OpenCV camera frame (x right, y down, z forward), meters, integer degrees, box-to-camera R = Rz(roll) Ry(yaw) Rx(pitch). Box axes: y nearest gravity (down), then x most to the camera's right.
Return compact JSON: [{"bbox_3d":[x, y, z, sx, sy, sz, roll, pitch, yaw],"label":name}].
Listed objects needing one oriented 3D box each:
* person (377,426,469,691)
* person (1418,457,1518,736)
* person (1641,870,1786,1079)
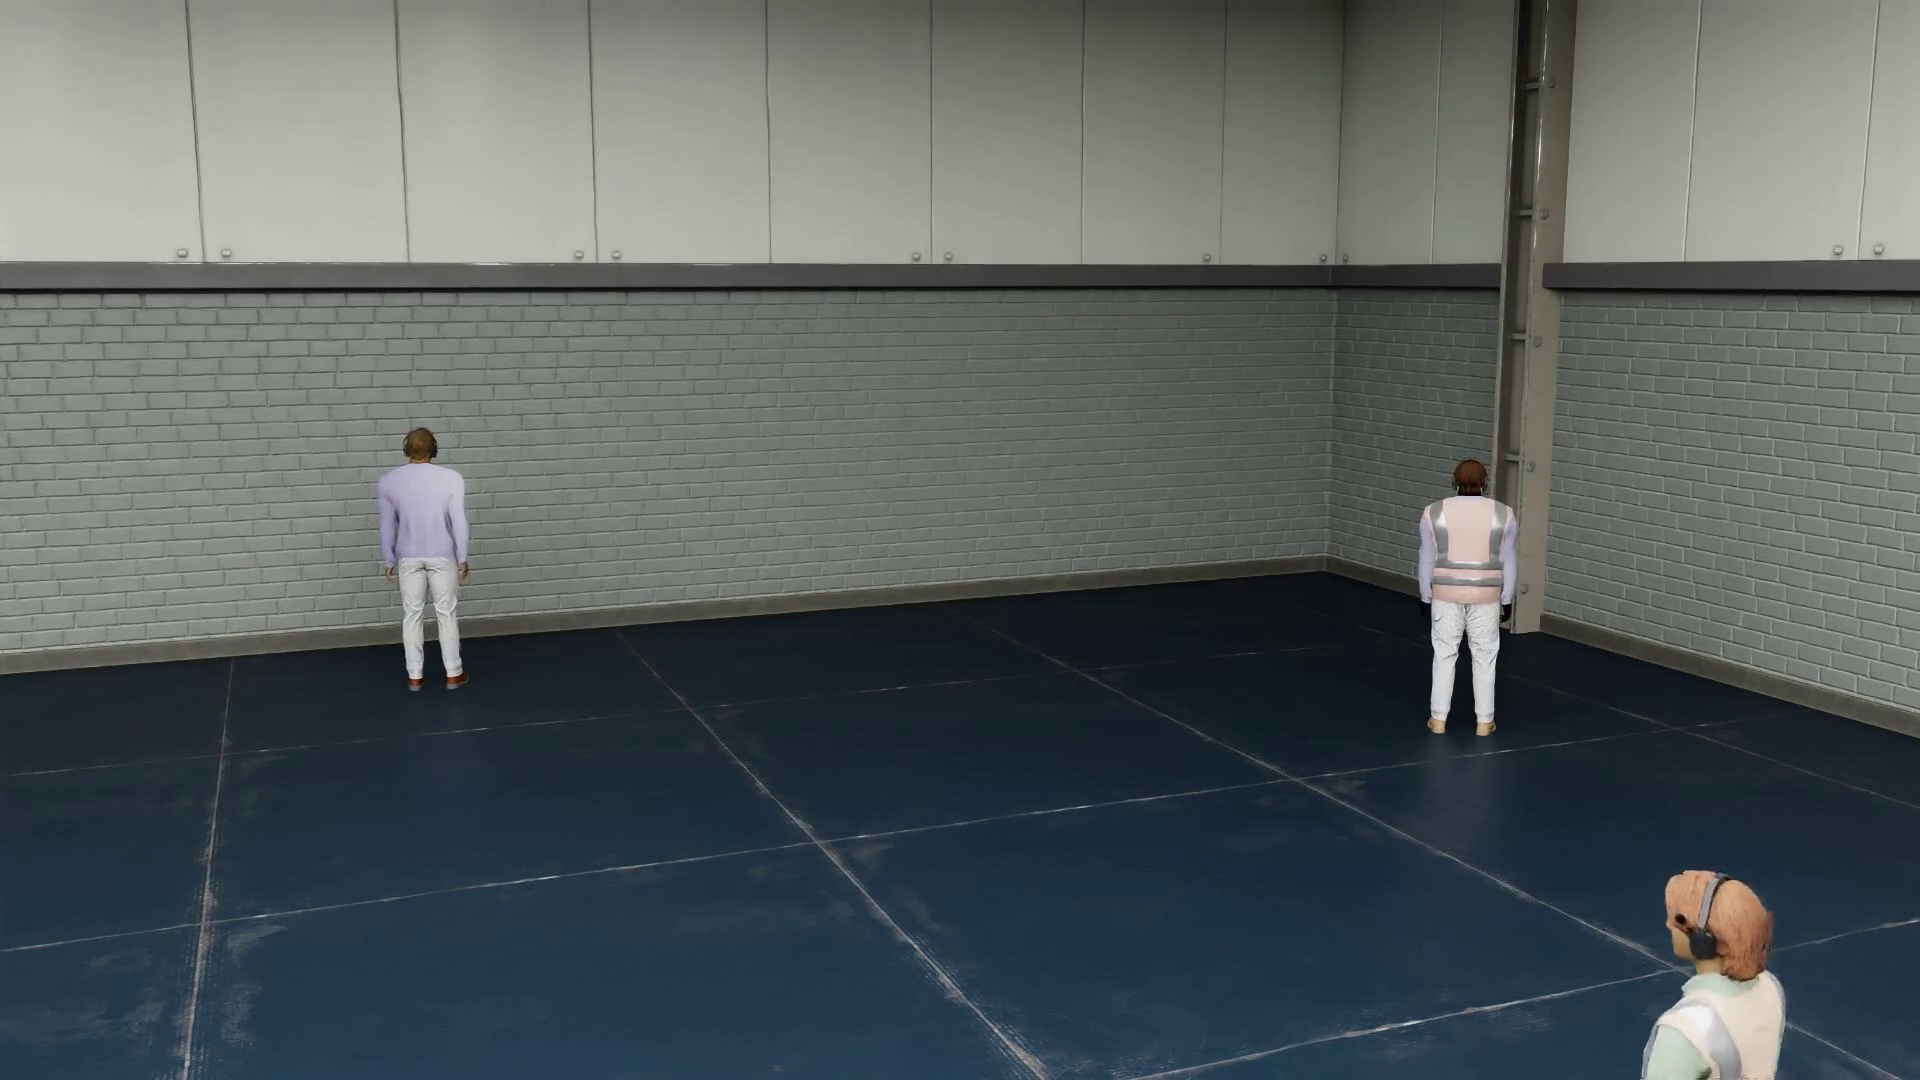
[{"bbox_3d":[-3.902,0.140,12.157,0.627,1.941,0.374,-1,9,-7],"label":"person"},{"bbox_3d":[3.340,0.376,10.978,0.627,1.845,0.429,2,9,15],"label":"person"},{"bbox_3d":[1.752,1.587,4.051,0.525,1.635,0.435,-9,13,-44],"label":"person"}]
